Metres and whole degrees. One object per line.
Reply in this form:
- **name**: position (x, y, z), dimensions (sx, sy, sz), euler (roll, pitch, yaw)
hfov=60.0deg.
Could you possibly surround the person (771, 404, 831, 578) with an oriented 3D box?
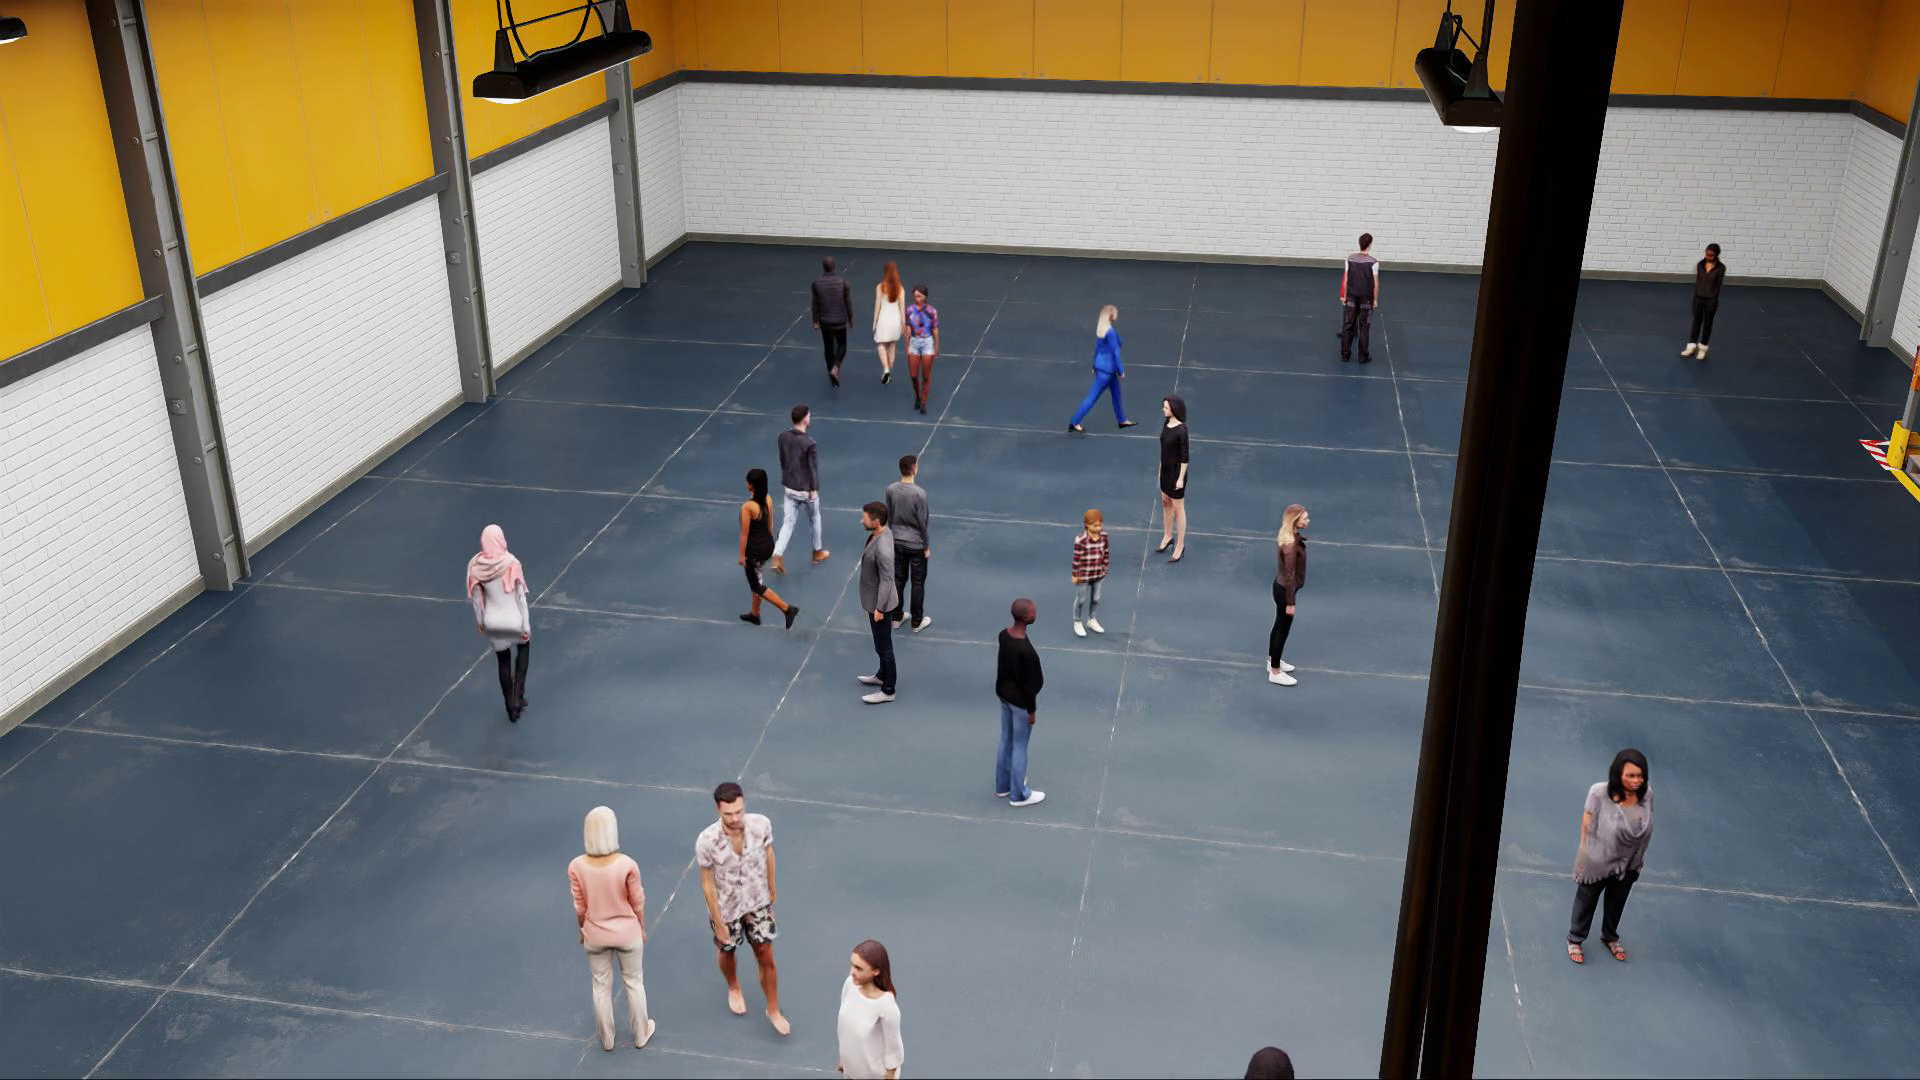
- **person**: position (-1.691, -0.489, 16.989), dimensions (0.907, 1.809, 1.206), euler (12, 26, 26)

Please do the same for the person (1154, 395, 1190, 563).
- **person**: position (2.235, -0.657, 17.380), dimensions (0.720, 1.804, 0.598), euler (-8, 25, -18)

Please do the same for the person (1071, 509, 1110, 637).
- **person**: position (1.232, 0.294, 15.835), dimensions (0.612, 1.299, 0.634), euler (-9, 25, -20)

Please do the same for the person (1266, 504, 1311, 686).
- **person**: position (2.929, 0.466, 14.937), dimensions (0.671, 1.704, 0.429), euler (3, 24, 7)

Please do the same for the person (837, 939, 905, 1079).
- **person**: position (-0.501, 2.939, 9.299), dimensions (0.717, 1.688, 0.684), euler (-21, 31, -39)

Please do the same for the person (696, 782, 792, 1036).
- **person**: position (-1.455, 2.265, 10.710), dimensions (0.919, 1.793, 1.016), euler (-10, 26, -22)

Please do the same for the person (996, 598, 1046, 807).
- **person**: position (0.448, 1.259, 13.065), dimensions (0.741, 1.749, 0.668), euler (-13, 27, -28)

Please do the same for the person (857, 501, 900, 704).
- **person**: position (-0.702, 0.521, 14.598), dimensions (0.808, 1.874, 0.646), euler (-3, 24, -6)

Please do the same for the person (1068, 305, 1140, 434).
- **person**: position (1.730, -2.080, 20.826), dimensions (0.936, 1.652, 1.192), euler (-5, 24, -11)

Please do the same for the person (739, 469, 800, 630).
- **person**: position (-1.863, 0.114, 15.815), dimensions (0.808, 1.646, 0.953), euler (11, 26, 24)

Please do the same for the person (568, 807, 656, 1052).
- **person**: position (-2.180, 2.439, 10.397), dimensions (0.643, 1.724, 0.587), euler (-1, 24, -2)

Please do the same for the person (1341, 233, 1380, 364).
- **person**: position (5.699, -3.443, 23.701), dimensions (0.722, 1.846, 0.688), euler (13, 27, 27)

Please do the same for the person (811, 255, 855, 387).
- **person**: position (-1.732, -2.939, 22.576), dimensions (0.758, 1.823, 0.946), euler (2, 24, 4)

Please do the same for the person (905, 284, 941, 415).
- **person**: position (-0.496, -2.516, 21.721), dimensions (0.635, 1.734, 0.627), euler (1, 24, 2)

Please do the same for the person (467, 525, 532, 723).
- **person**: position (-3.892, 0.755, 14.165), dimensions (0.705, 1.792, 0.700), euler (-1, 24, -2)

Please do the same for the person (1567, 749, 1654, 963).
- **person**: position (4.422, 2.113, 11.285), dimensions (0.705, 1.611, 0.736), euler (-3, 24, -6)

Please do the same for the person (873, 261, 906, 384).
- **person**: position (-0.948, -2.920, 22.707), dimensions (0.782, 1.684, 0.952), euler (-6, 24, -13)

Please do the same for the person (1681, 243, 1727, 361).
- **person**: position (10.744, -3.462, 23.975), dimensions (0.697, 1.661, 0.758), euler (14, 27, 29)

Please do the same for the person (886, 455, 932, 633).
- **person**: position (-0.484, 0.032, 15.857), dimensions (0.680, 1.761, 0.659), euler (14, 27, 28)

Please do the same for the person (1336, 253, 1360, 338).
- **person**: position (5.871, -3.669, 24.924), dimensions (0.569, 1.280, 0.613), euler (-11, 26, -24)
